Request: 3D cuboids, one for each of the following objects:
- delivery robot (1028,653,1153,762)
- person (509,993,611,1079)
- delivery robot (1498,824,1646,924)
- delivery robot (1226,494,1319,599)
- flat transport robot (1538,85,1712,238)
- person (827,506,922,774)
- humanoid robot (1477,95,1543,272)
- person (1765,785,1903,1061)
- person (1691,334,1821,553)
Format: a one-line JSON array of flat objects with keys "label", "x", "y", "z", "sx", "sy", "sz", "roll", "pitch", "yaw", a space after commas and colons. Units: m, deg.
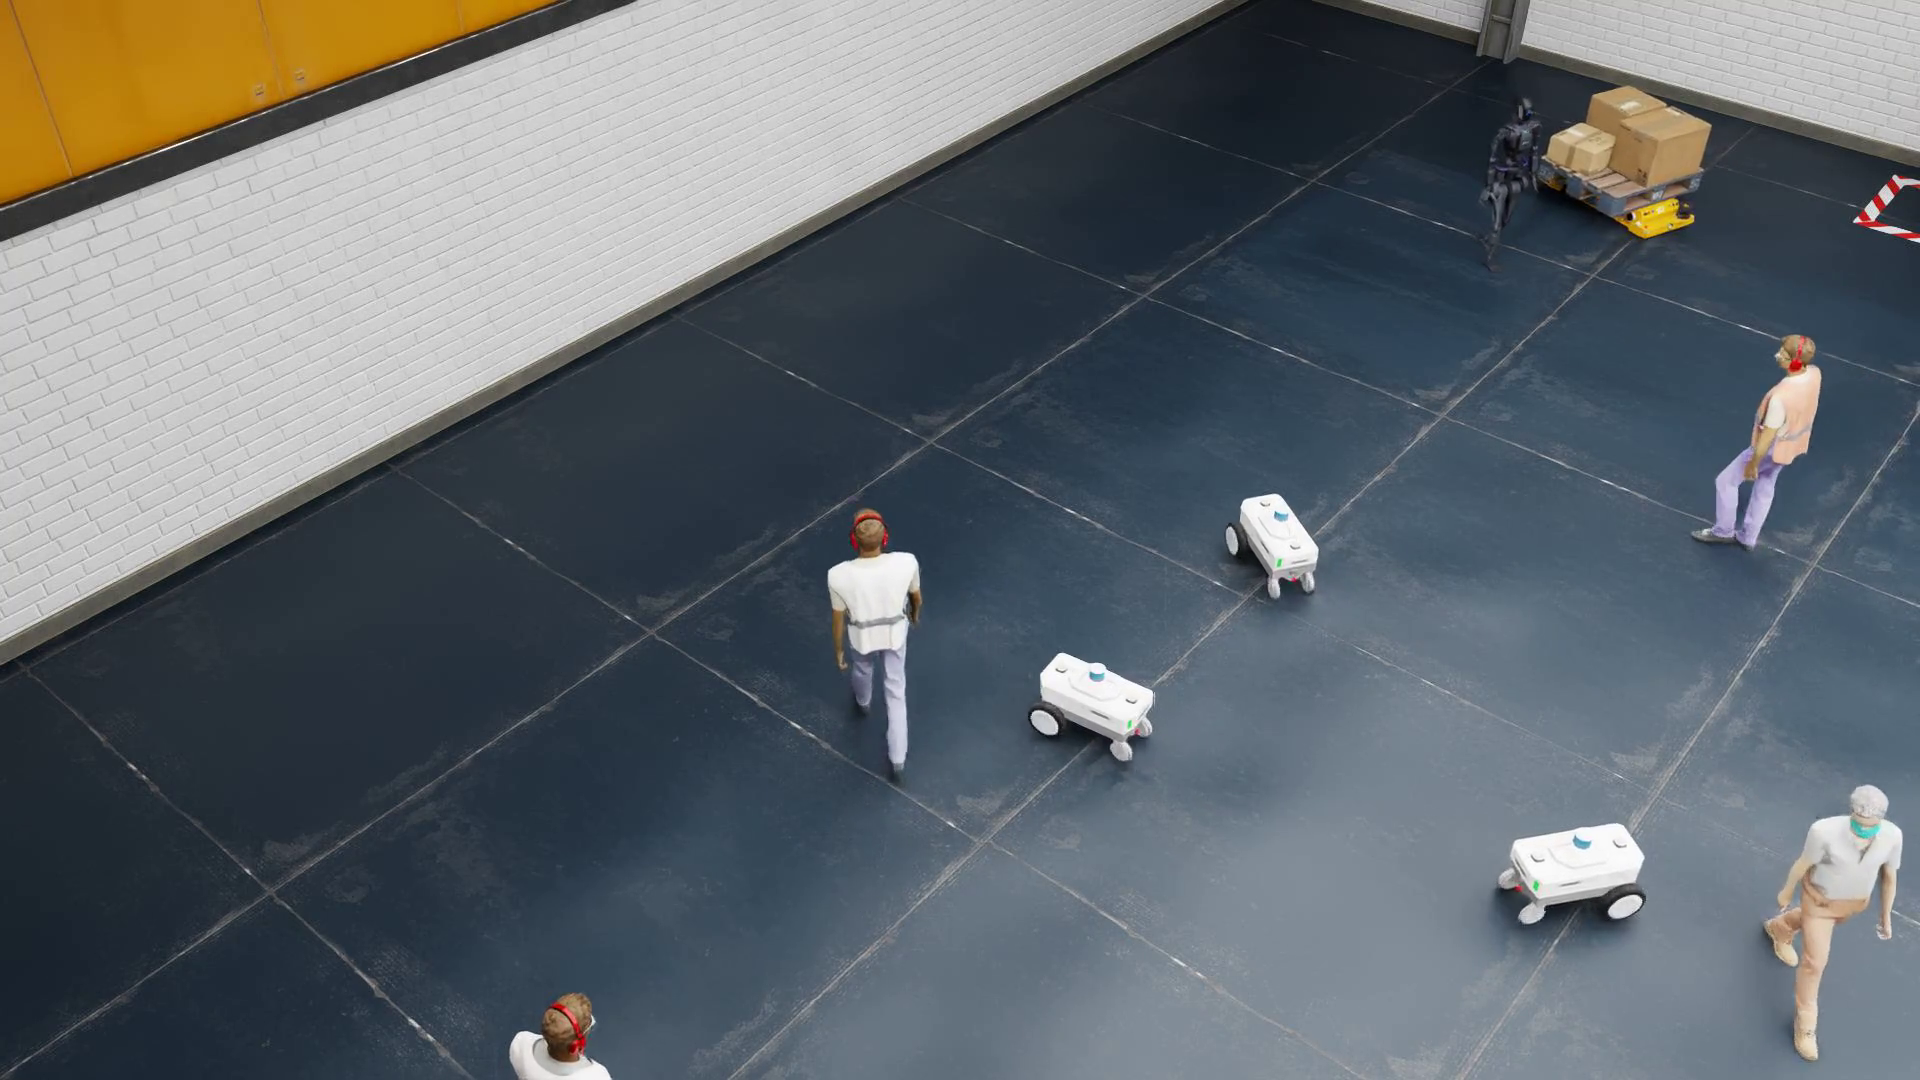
[{"label": "delivery robot", "x": 0.856, "y": 1.045, "z": 10.774, "sx": 0.807, "sy": 0.609, "sz": 0.499, "roll": 22, "pitch": 44, "yaw": 25}, {"label": "person", "x": -1.741, "y": 2.740, "z": 7.643, "sx": 0.570, "sy": 1.830, "sz": 0.405, "roll": 19, "pitch": 43, "yaw": 22}, {"label": "delivery robot", "x": 3.589, "y": 1.908, "z": 9.688, "sx": 0.774, "sy": 0.592, "sz": 0.499, "roll": -7, "pitch": 39, "yaw": -9}, {"label": "delivery robot", "x": 2.299, "y": 0.007, "z": 12.038, "sx": 0.499, "sy": 0.580, "sz": 0.756, "roll": -10, "pitch": 40, "yaw": -12}, {"label": "flat transport robot", "x": 6.531, "y": -3.447, "z": 16.565, "sx": 0.659, "sy": 0.231, "sz": 1.431, "roll": -19, "pitch": 43, "yaw": -22}, {"label": "person", "x": -0.511, "y": 0.582, "z": 10.345, "sx": 0.582, "sy": 1.801, "sz": 0.946, "roll": -6, "pitch": 39, "yaw": -7}, {"label": "humanoid robot", "x": 5.029, "y": -3.328, "z": 15.320, "sx": 0.610, "sy": 1.658, "sz": 0.513, "roll": -15, "pitch": 41, "yaw": -18}, {"label": "person", "x": 4.635, "y": 1.875, "z": 8.828, "sx": 0.505, "sy": 1.693, "sz": 0.897, "roll": 0, "pitch": 39, "yaw": 0}, {"label": "person", "x": 5.768, "y": -0.689, "z": 11.903, "sx": 0.632, "sy": 1.828, "sz": 0.538, "roll": -26, "pitch": 45, "yaw": -28}]
